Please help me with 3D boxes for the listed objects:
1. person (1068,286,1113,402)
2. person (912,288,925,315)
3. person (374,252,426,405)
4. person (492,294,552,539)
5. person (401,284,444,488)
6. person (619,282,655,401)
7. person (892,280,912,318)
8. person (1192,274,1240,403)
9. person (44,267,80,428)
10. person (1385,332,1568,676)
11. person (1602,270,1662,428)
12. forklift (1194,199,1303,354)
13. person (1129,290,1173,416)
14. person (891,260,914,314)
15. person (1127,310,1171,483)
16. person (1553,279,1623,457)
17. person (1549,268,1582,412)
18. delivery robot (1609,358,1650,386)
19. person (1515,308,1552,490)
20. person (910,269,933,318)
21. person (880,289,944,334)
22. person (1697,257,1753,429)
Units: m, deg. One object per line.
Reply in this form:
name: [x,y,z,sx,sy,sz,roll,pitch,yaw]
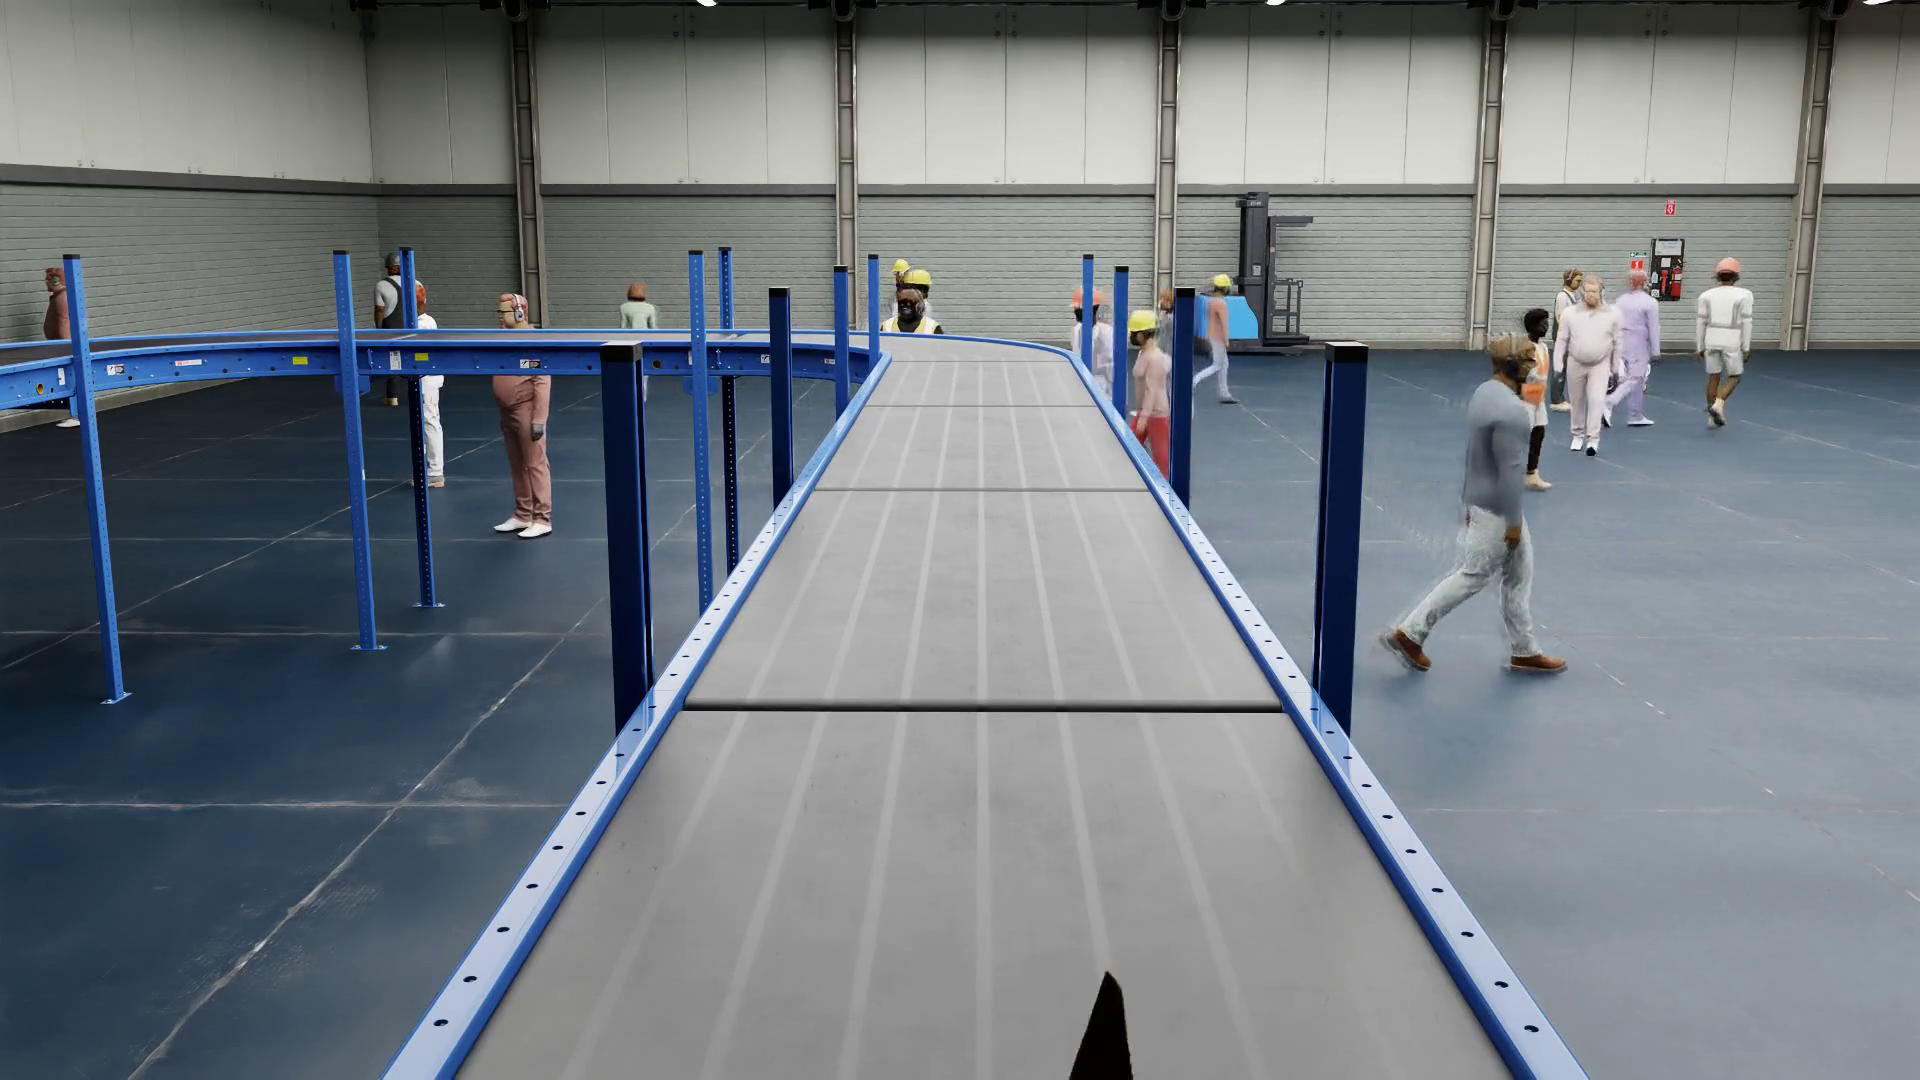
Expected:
person: [1.254,-1.325,14.909,0.867,1.910,0.555,-7,13,-31]
person: [-0.575,-1.476,15.832,0.809,1.839,0.523,-3,11,-16]
person: [-7.546,-2.827,22.364,0.688,2.000,0.538,-9,14,-38]
person: [-3.465,-0.977,13.092,0.399,1.909,0.642,-10,15,-40]
person: [-5.007,-1.439,15.522,0.355,1.886,0.572,-2,11,-12]
person: [-4.341,-2.669,22.516,0.509,1.620,0.489,-6,13,-30]
person: [-0.733,-2.549,21.727,0.399,1.680,0.554,-10,15,-42]
person: [3.422,-2.706,22.388,0.723,1.745,0.532,0,11,-2]
person: [-10.742,-2.311,19.953,0.404,1.906,0.647,-5,12,-23]
person: [2.851,-0.188,9.081,0.957,1.904,0.638,1,11,7]
person: [7.991,-2.268,19.816,0.857,1.874,0.644,-3,11,-15]
forklift: [5.313,-4.851,30.603,1.873,2.768,1.129,0,11,1]
person: [2.474,-2.269,20.510,0.821,1.591,0.518,0,11,2]
person: [-0.896,-3.527,26.404,0.403,1.823,0.600,-3,11,-14]
person: [1.522,-1.015,13.713,0.604,1.741,0.537,-2,11,-12]
person: [6.640,-1.834,17.638,0.667,1.847,1.004,5,12,24]
person: [7.874,-2.602,21.609,0.346,1.841,0.520,6,13,28]
delivery robot: [9.514,-2.423,23.876,0.707,0.478,0.477,2,11,11]
person: [5.197,-1.311,15.375,0.540,1.679,0.568,-10,15,-41]
person: [-0.576,-2.292,19.920,0.963,1.890,0.595,-8,13,-34]
person: [-0.465,-1.399,15.426,0.627,1.843,0.429,2,11,11]
person: [9.016,-2.315,19.663,0.628,2.024,0.491,11,15,43]
